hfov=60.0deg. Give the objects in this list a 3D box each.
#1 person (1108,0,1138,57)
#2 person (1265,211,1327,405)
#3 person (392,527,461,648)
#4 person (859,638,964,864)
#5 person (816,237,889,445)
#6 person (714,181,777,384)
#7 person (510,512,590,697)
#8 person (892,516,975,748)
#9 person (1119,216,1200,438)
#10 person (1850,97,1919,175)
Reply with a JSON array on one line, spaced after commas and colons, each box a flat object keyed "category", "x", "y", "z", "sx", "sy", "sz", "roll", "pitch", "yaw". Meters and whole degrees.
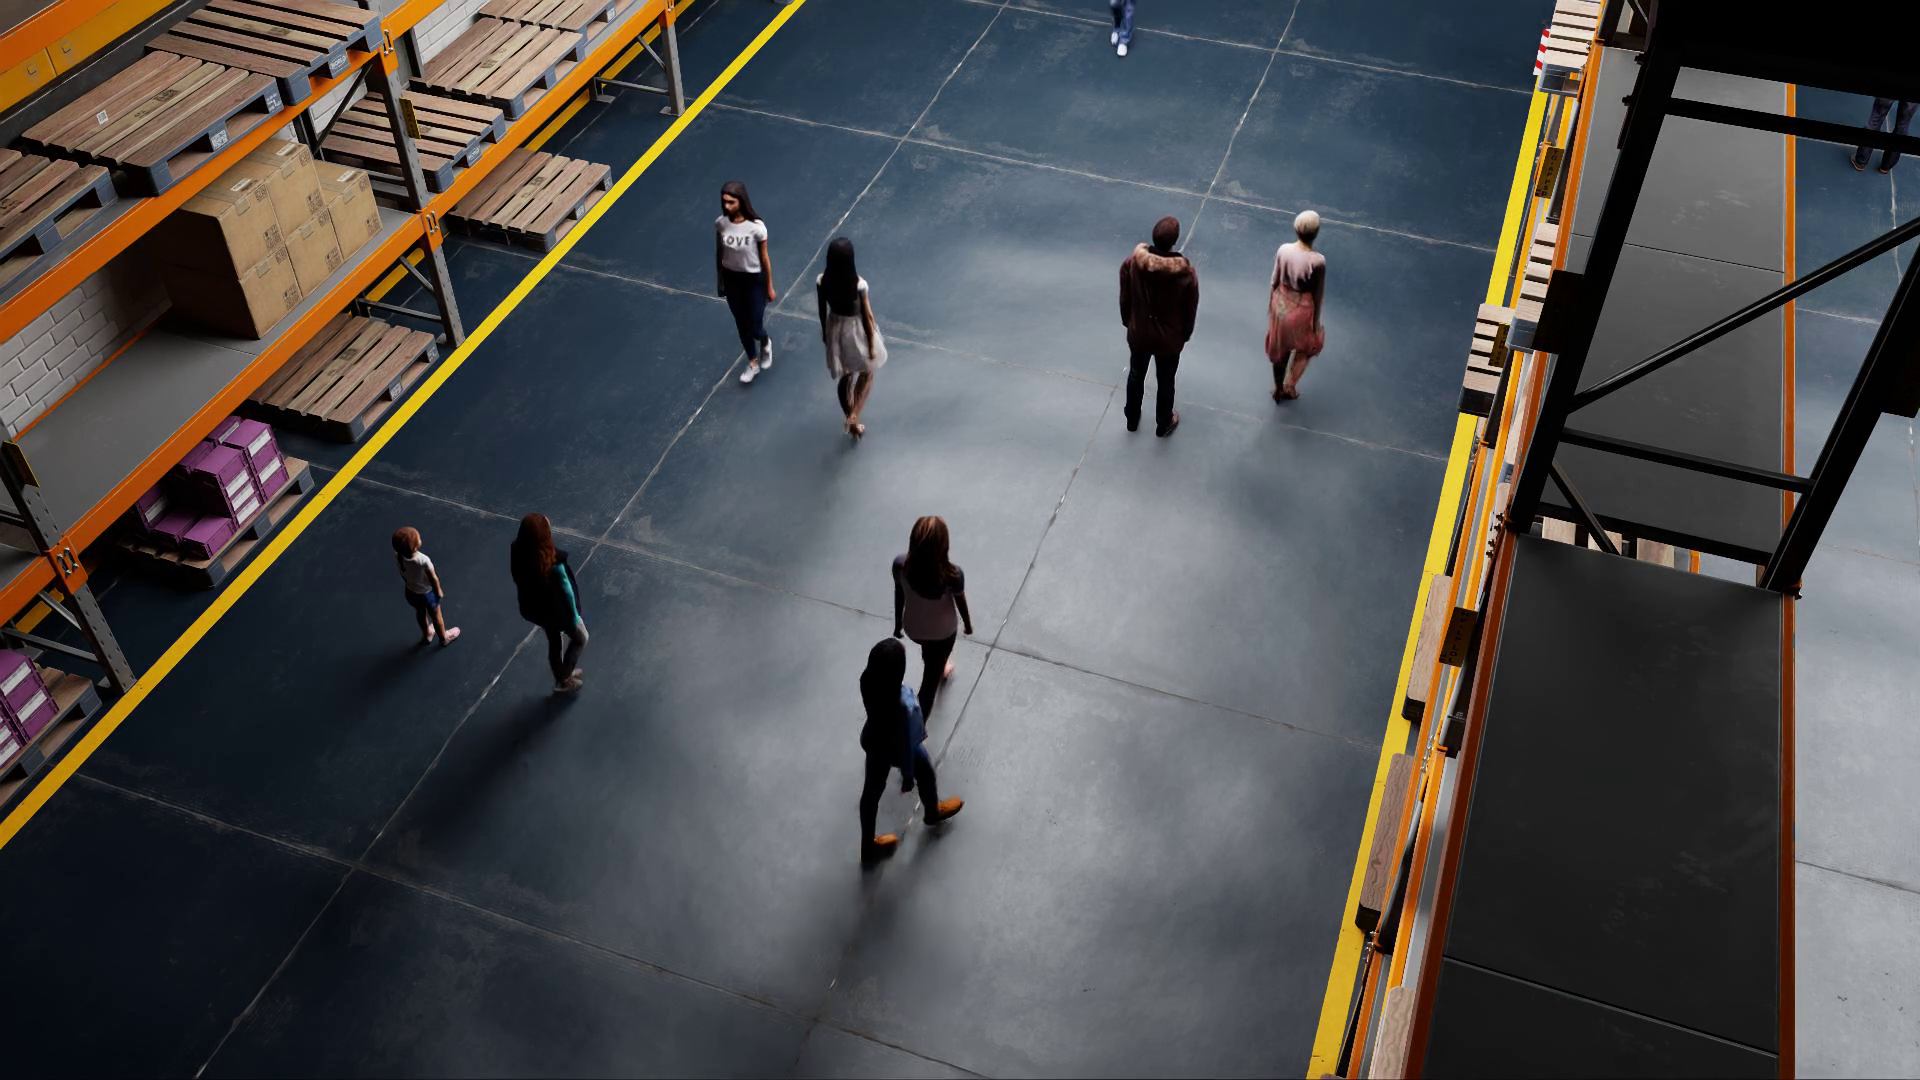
[{"category": "person", "x": 1.718, "y": -5.816, "z": 16.854, "sx": 0.646, "sy": 1.739, "sz": 0.679, "roll": 10, "pitch": 45, "yaw": 10}, {"category": "person", "x": 2.502, "y": -1.690, "z": 12.565, "sx": 0.698, "sy": 1.682, "sz": 0.696, "roll": 26, "pitch": 49, "yaw": 24}, {"category": "person", "x": -3.552, "y": 0.302, "z": 10.954, "sx": 0.417, "sy": 1.019, "sz": 0.414, "roll": 16, "pitch": 46, "yaw": 16}, {"category": "person", "x": -0.463, "y": 1.249, "z": 9.476, "sx": 1.078, "sy": 1.688, "sz": 0.929, "roll": -30, "pitch": 51, "yaw": -28}, {"category": "person", "x": -0.843, "y": -1.393, "z": 12.192, "sx": 0.662, "sy": 1.766, "sz": 0.718, "roll": 11, "pitch": 45, "yaw": 12}, {"category": "person", "x": -1.620, "y": -2.018, "z": 12.849, "sx": 0.591, "sy": 1.765, "sz": 0.628, "roll": 14, "pitch": 45, "yaw": 14}, {"category": "person", "x": -2.609, "y": 0.465, "z": 10.440, "sx": 0.636, "sy": 1.492, "sz": 0.641, "roll": 25, "pitch": 49, "yaw": 24}, {"category": "person", "x": -0.207, "y": 0.602, "z": 10.155, "sx": 0.626, "sy": 1.688, "sz": 1.087, "roll": 15, "pitch": 46, "yaw": 15}, {"category": "person", "x": 1.453, "y": -1.569, "z": 12.318, "sx": 0.741, "sy": 1.847, "sz": 0.638, "roll": 16, "pitch": 46, "yaw": 16}, {"category": "person", "x": 8.599, "y": -4.191, "z": 15.099, "sx": 0.645, "sy": 1.808, "sz": 0.548, "roll": 16, "pitch": 46, "yaw": 16}]
